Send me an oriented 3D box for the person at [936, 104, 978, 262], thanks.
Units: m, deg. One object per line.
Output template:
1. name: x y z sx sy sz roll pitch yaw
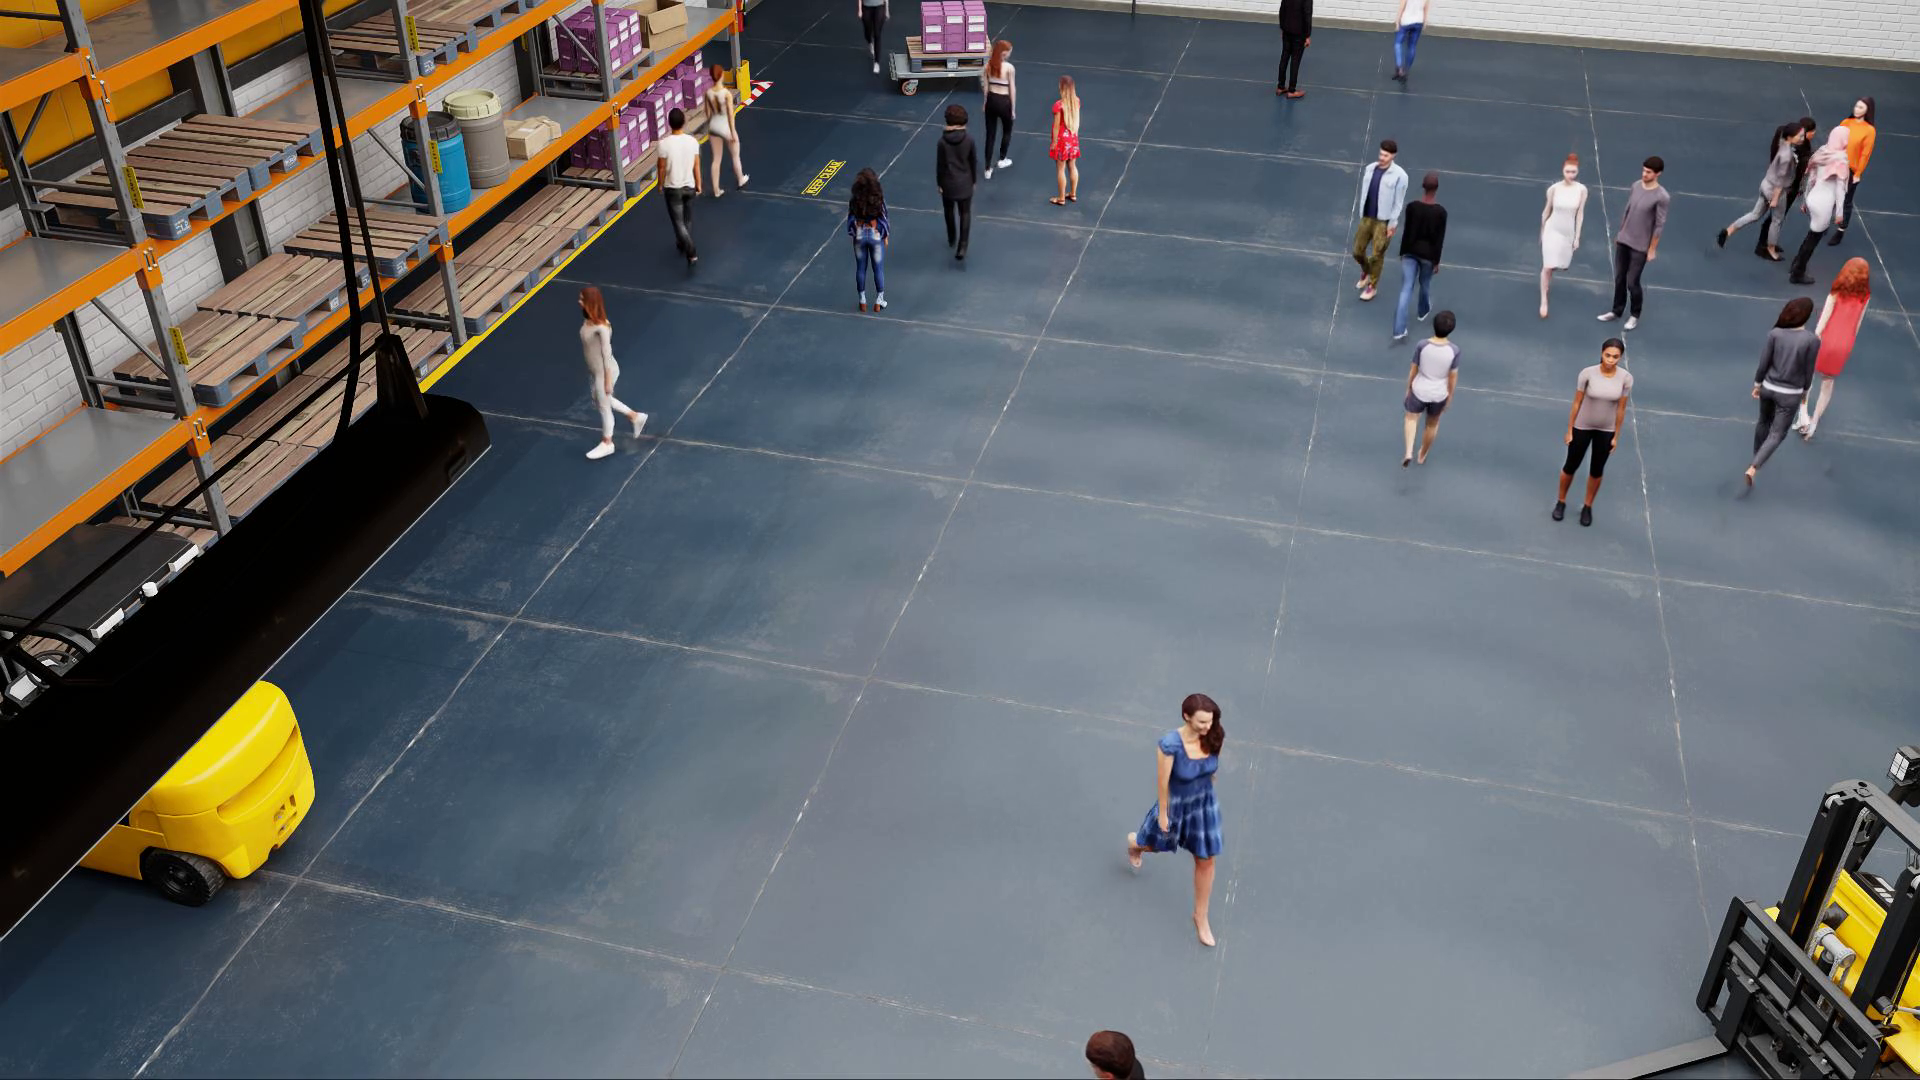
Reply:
1. person: -0.017 -4.020 18.835 0.861 1.750 1.192 -2 34 -3

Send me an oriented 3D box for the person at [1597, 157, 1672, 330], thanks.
1. person: 7.105 -3.125 17.404 0.849 1.843 0.761 -14 36 -21

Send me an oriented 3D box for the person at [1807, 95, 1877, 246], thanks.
1. person: 10.263 -4.295 19.255 0.775 1.744 0.697 -14 36 -20

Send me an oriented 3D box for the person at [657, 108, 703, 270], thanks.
1. person: -3.126 -3.922 18.661 1.101 1.780 1.142 -19 38 -26

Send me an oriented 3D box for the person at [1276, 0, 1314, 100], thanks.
1. person: 4.733 -7.224 23.536 0.779 1.883 0.771 -24 41 -32

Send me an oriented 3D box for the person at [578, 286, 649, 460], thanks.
1. person: -3.187 -1.550 15.172 0.974 1.691 0.917 -18 37 -25

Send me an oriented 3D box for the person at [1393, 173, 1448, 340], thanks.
1. person: 4.707 -2.889 17.177 0.836 1.702 1.229 20 38 27

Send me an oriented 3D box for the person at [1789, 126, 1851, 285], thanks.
1. person: 9.368 -3.654 18.245 0.812 1.794 0.675 -2 34 -3

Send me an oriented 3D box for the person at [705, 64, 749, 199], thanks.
1. person: -2.959 -4.990 20.417 0.602 1.615 0.902 11 35 16

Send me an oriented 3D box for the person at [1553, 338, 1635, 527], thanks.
1. person: 5.417 -0.942 14.209 0.578 1.745 0.511 9 35 13

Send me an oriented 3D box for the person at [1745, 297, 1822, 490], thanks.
1. person: 7.252 -1.288 14.729 0.952 1.746 1.157 28 43 35

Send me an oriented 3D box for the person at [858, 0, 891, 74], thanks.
1. person: -1.280 -7.834 24.602 0.797 1.719 1.086 -2 34 -2

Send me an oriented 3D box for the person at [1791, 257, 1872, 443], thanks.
1. person: 8.042 -1.698 15.287 0.671 1.811 0.684 0 34 0

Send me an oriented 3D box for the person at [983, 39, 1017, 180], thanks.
1. person: 0.462 -5.391 20.914 0.728 1.733 0.879 12 36 18

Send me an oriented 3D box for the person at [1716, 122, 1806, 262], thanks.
1. person: 9.099 -3.926 18.796 0.759 1.637 0.981 4 34 6

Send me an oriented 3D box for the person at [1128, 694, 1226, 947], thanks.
1. person: 1.335 1.649 10.285 1.075 1.774 1.219 -12 36 -18

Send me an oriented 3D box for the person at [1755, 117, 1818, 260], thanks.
1. person: 9.436 -4.047 18.977 0.663 1.638 0.733 -23 40 -30

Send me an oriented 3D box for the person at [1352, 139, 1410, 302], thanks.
1. person: 4.566 -3.473 17.972 0.820 1.794 0.851 29 43 36

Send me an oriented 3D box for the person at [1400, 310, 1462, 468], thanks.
1. person: 4.209 -1.305 14.936 0.579 1.545 0.768 10 35 14

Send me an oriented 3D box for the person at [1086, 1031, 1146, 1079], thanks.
1. person: 0.730 3.048 8.104 0.719 1.858 0.503 9 35 13

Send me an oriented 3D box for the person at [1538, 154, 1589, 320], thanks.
1. person: 6.354 -3.243 17.644 0.609 1.774 0.917 7 34 10

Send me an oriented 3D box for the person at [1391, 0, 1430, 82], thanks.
1. person: 6.525 -7.427 24.026 0.713 1.678 0.812 0 34 -1

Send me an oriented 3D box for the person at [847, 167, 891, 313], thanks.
1. person: -0.972 -3.210 17.746 0.623 1.607 0.570 5 34 8

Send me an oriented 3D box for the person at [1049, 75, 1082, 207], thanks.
1. person: 1.287 -4.866 20.250 0.649 1.592 0.723 -22 40 -30
